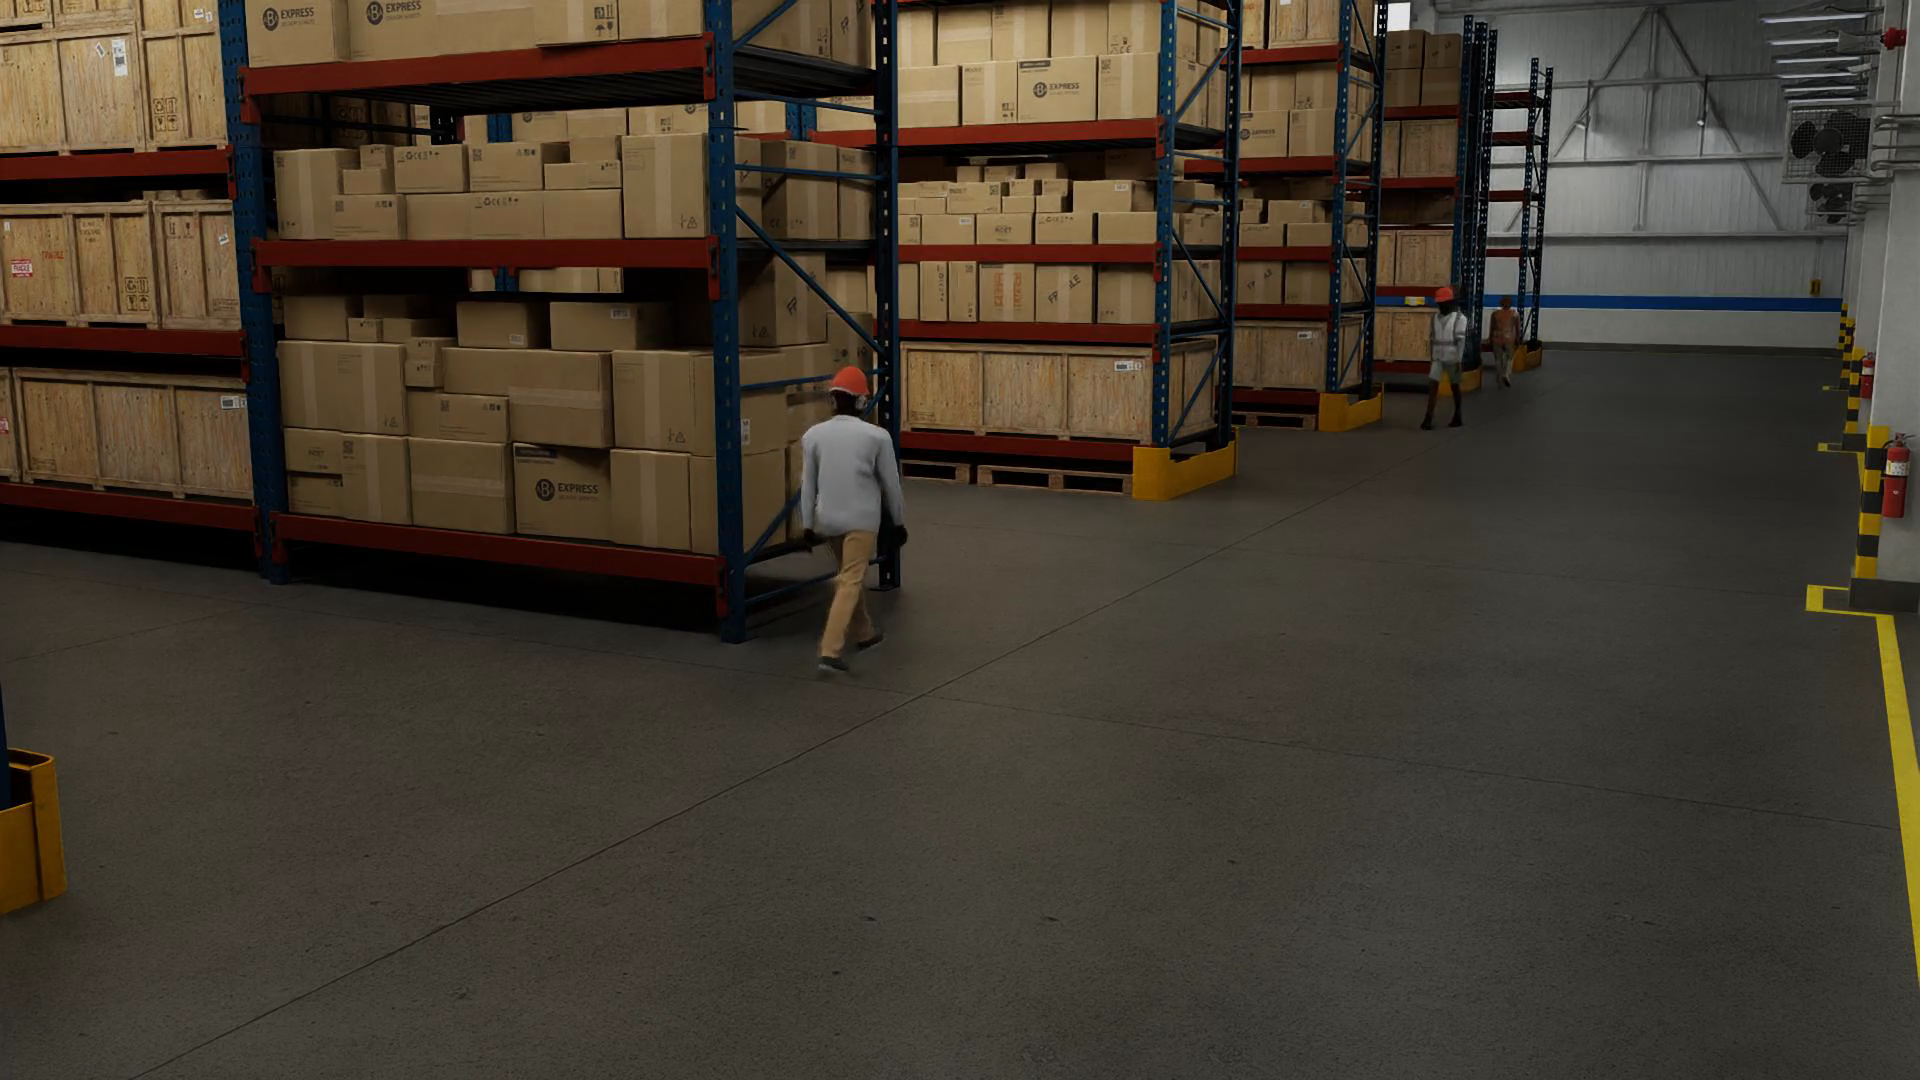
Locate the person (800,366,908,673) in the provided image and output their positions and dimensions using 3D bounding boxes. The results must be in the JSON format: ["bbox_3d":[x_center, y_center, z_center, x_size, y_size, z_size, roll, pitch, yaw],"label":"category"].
[{"bbox_3d":[-0.621,-0.128,9.397,0.568,1.707,0.915,5,11,27],"label":"person"}]

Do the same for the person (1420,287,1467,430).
[{"bbox_3d":[6.458,-2.403,22.076,0.552,1.890,0.989,7,12,35],"label":"person"}]

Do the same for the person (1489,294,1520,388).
[{"bbox_3d":[9.392,-3.420,28.695,0.512,1.620,0.374,4,11,23],"label":"person"}]
